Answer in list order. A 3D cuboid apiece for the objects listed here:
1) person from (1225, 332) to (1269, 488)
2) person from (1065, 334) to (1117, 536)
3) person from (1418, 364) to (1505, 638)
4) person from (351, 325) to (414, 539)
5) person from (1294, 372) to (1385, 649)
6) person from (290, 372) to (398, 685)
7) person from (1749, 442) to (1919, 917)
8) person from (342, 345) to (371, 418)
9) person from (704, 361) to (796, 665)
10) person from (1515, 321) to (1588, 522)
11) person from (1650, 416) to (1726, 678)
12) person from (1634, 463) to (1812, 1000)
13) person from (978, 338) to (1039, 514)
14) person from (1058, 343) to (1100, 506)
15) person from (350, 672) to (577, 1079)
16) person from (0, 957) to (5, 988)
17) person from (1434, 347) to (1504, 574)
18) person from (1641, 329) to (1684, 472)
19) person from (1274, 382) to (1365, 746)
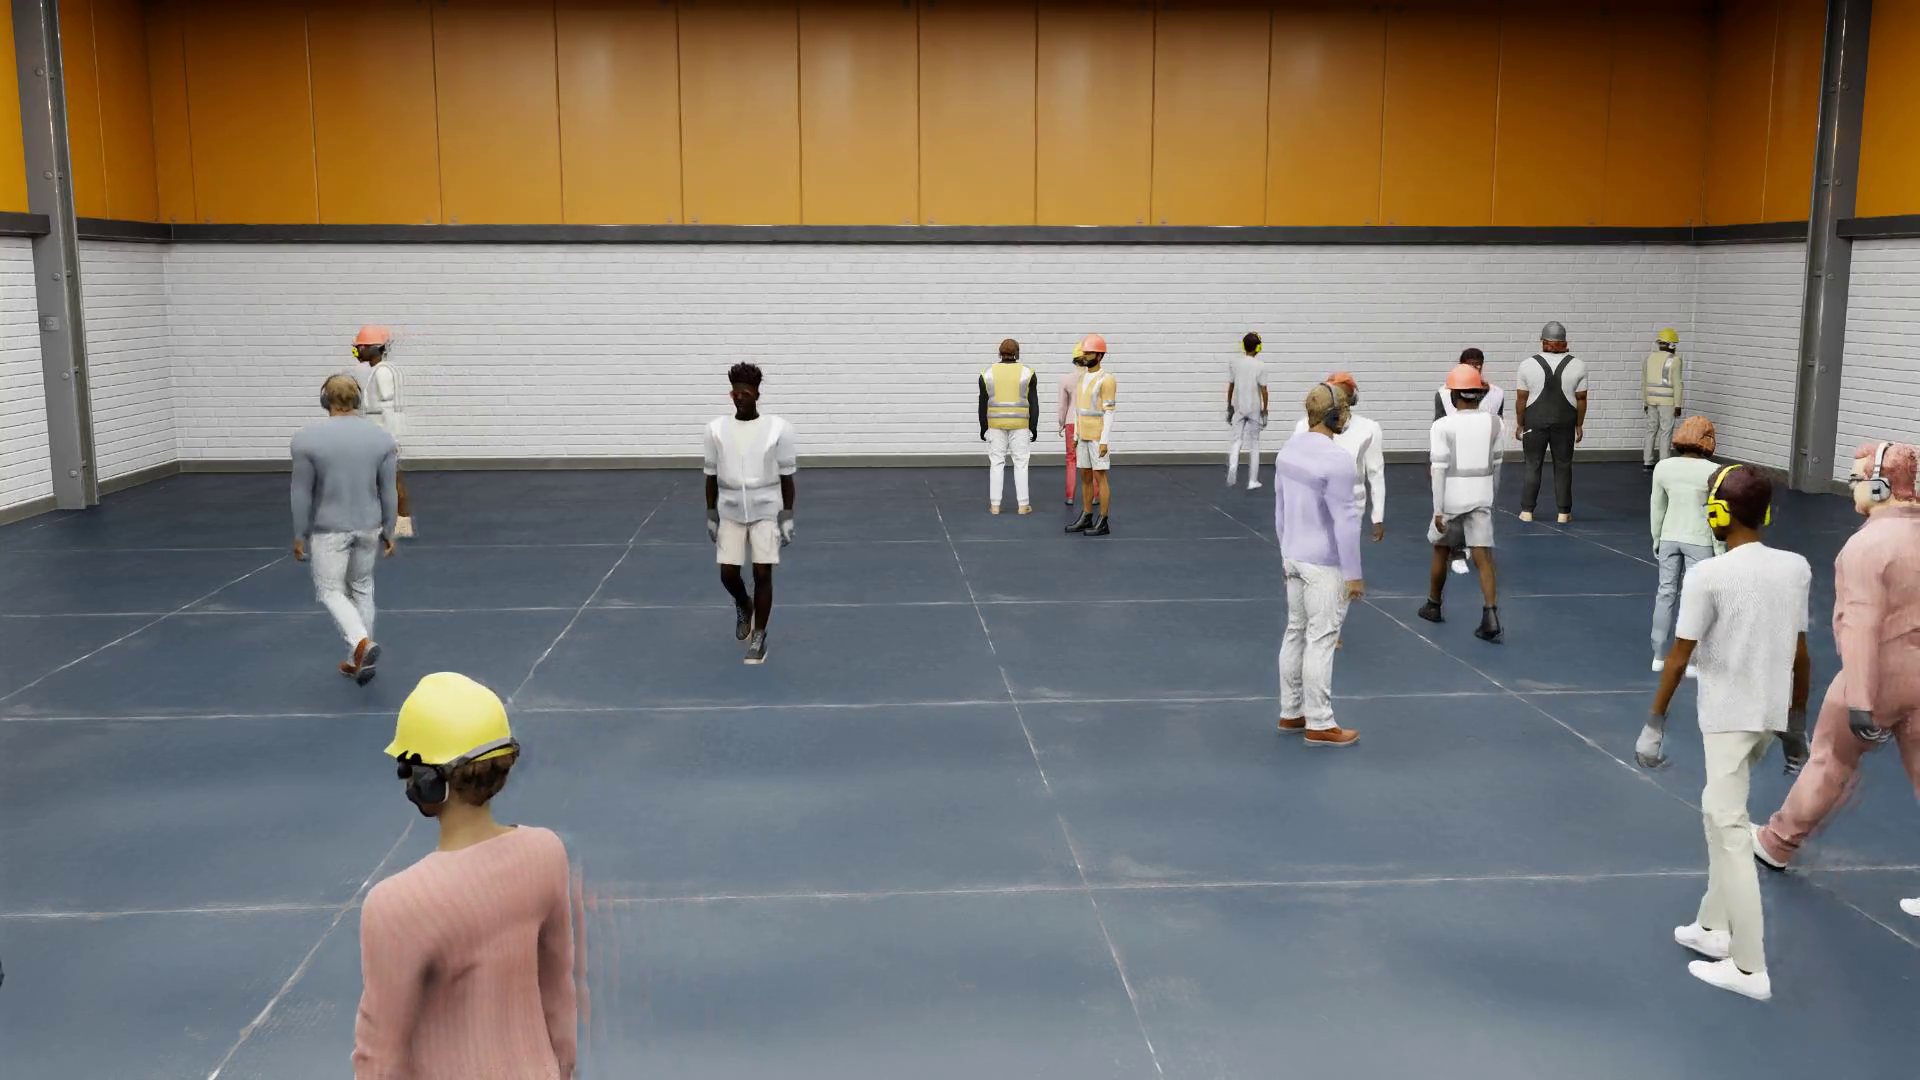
[{"bbox_3d":[3.324,-1.493,19.351,0.543,1.846,0.649,4,10,25],"label":"person"},{"bbox_3d":[1.265,-1.010,16.007,0.347,1.943,0.544,-6,11,-32],"label":"person"},{"bbox_3d":[3.539,-0.282,11.624,0.548,1.895,0.997,-1,9,-4],"label":"person"},{"bbox_3d":[-5.512,-0.992,15.618,0.697,2.020,0.645,-4,10,-21],"label":"person"},{"bbox_3d":[2.478,-0.156,10.902,0.603,1.854,0.826,1,9,8],"label":"person"},{"bbox_3d":[-3.674,-0.052,10.043,0.632,1.923,0.708,-8,12,-41],"label":"person"},{"bbox_3d":[3.610,0.535,6.593,0.655,1.847,1.029,-3,10,-21],"label":"person"},{"bbox_3d":[-6.258,-1.217,17.585,0.519,1.860,0.318,-7,11,-37],"label":"person"},{"bbox_3d":[-1.352,-0.190,10.806,0.603,1.953,0.535,1,9,4],"label":"person"},{"bbox_3d":[5.984,-1.200,16.891,0.688,2.000,0.539,2,9,15],"label":"person"},{"bbox_3d":[4.548,0.040,10.388,0.285,1.632,0.498,-6,11,-35],"label":"person"},{"bbox_3d":[2.683,0.652,5.879,0.563,1.840,0.673,-3,10,-21],"label":"person"},{"bbox_3d":[0.512,-1.188,17.442,0.633,1.842,0.429,1,9,6],"label":"person"},{"bbox_3d":[1.322,-1.248,18.044,0.523,1.772,0.303,1,9,8],"label":"person"},{"bbox_3d":[-0.883,1.122,3.237,0.763,1.742,0.521,4,10,22],"label":"person"},{"bbox_3d":[-2.601,1.070,3.994,0.329,1.609,0.652,2,9,12],"label":"person"},{"bbox_3d":[4.276,-0.682,14.066,0.611,1.899,0.526,0,9,-1],"label":"person"},{"bbox_3d":[8.890,-1.750,21.010,0.404,1.827,0.600,-4,10,-24],"label":"person"},{"bbox_3d":[1.926,0.129,8.884,0.404,1.934,0.656,-3,10,-20],"label":"person"}]
